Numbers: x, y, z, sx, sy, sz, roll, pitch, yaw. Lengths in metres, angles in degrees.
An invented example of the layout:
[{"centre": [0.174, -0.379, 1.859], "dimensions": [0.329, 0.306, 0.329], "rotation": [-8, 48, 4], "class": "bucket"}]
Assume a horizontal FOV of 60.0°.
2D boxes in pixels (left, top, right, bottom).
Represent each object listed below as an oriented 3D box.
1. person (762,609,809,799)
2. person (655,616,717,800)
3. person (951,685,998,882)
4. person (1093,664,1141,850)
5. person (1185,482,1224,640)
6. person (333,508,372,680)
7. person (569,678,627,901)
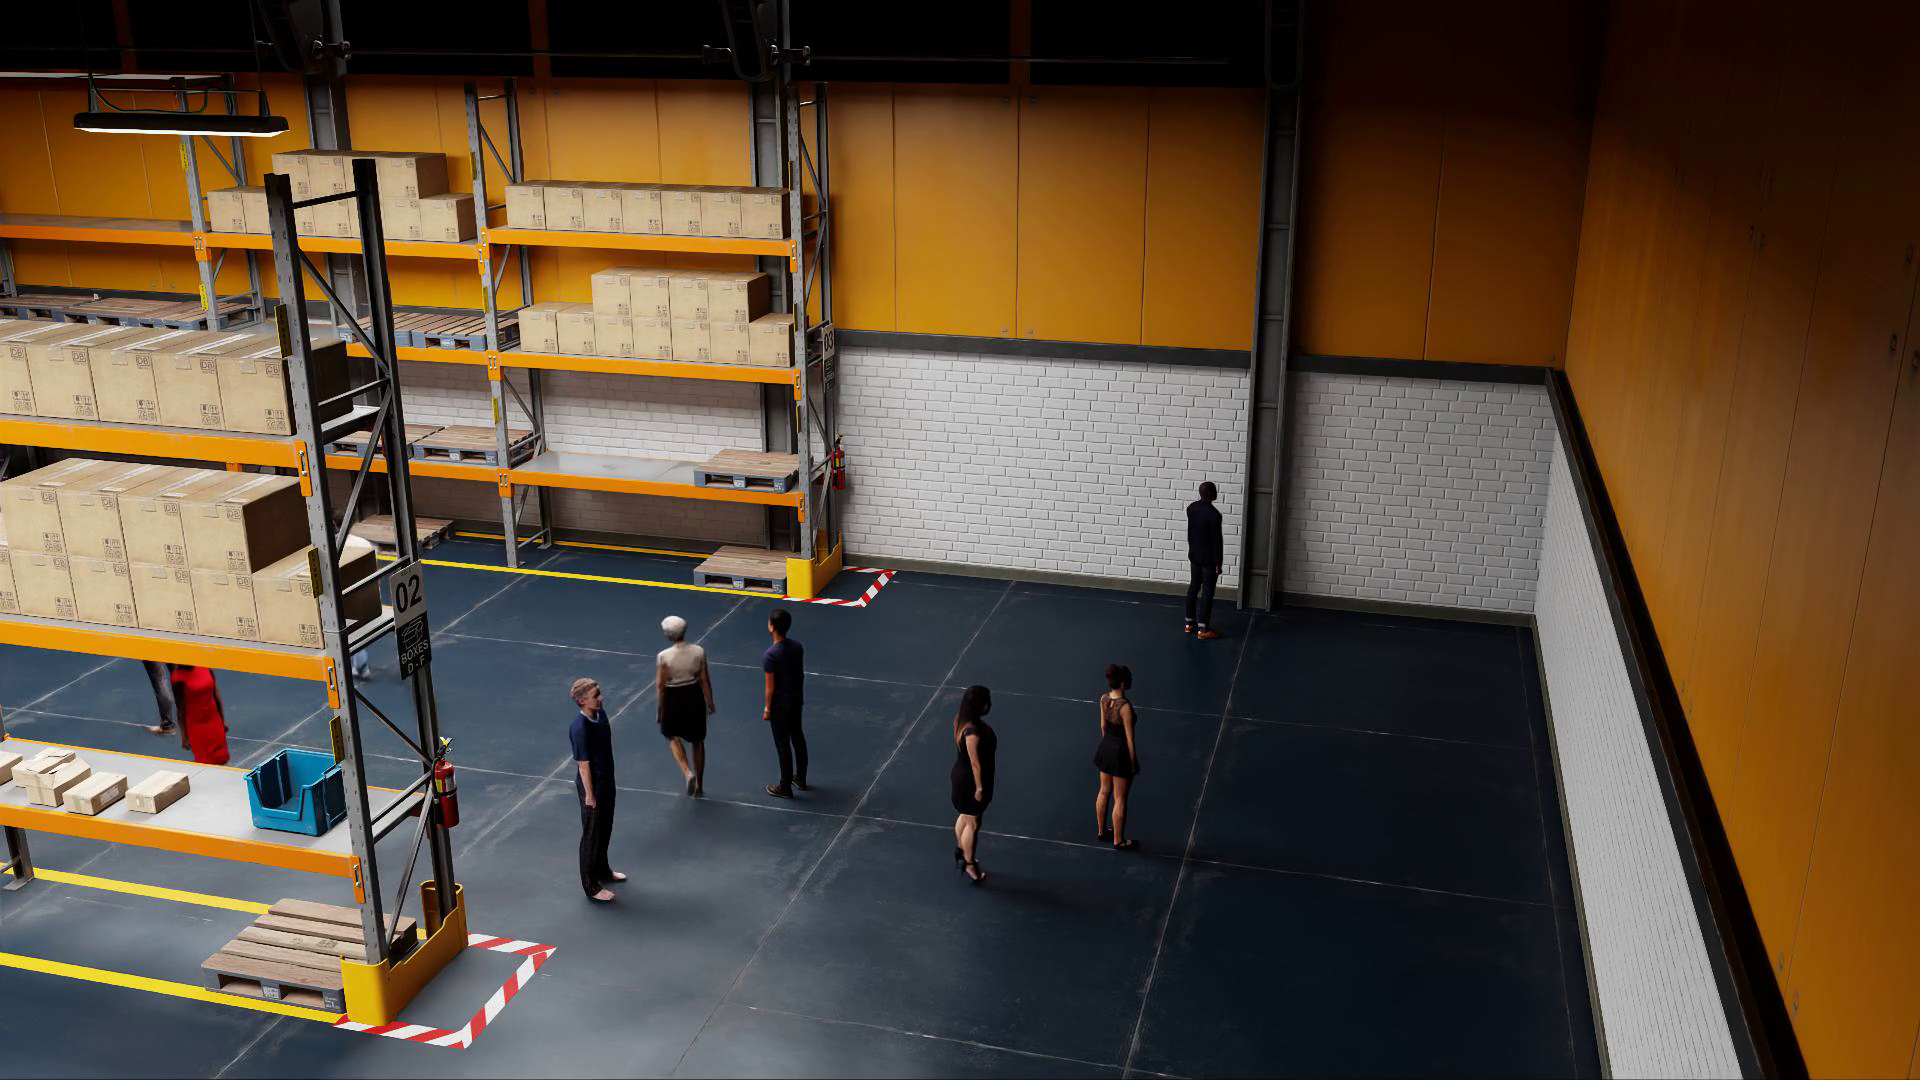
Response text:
[{"centre": [-1.580, 1.473, 15.112], "dimensions": [0.681, 1.793, 0.715], "rotation": [14, 23, 36], "class": "person"}, {"centre": [-2.482, 1.556, 14.954], "dimensions": [0.893, 1.737, 0.962], "rotation": [-5, 19, -15], "class": "person"}, {"centre": [0.090, 1.989, 13.704], "dimensions": [0.756, 1.714, 0.745], "rotation": [-4, 19, -12], "class": "person"}, {"centre": [1.340, 1.834, 14.225], "dimensions": [0.739, 1.674, 0.673], "rotation": [-12, 22, -31], "class": "person"}, {"centre": [2.760, 0.209, 18.827], "dimensions": [0.837, 1.818, 0.776], "rotation": [-11, 21, -29], "class": "person"}, {"centre": [-6.436, 0.598, 17.647], "dimensions": [1.119, 1.834, 0.976], "rotation": [17, 25, 42], "class": "person"}, {"centre": [-2.959, 1.984, 13.473], "dimensions": [0.575, 1.872, 0.681], "rotation": [3, 19, 8], "class": "person"}]
